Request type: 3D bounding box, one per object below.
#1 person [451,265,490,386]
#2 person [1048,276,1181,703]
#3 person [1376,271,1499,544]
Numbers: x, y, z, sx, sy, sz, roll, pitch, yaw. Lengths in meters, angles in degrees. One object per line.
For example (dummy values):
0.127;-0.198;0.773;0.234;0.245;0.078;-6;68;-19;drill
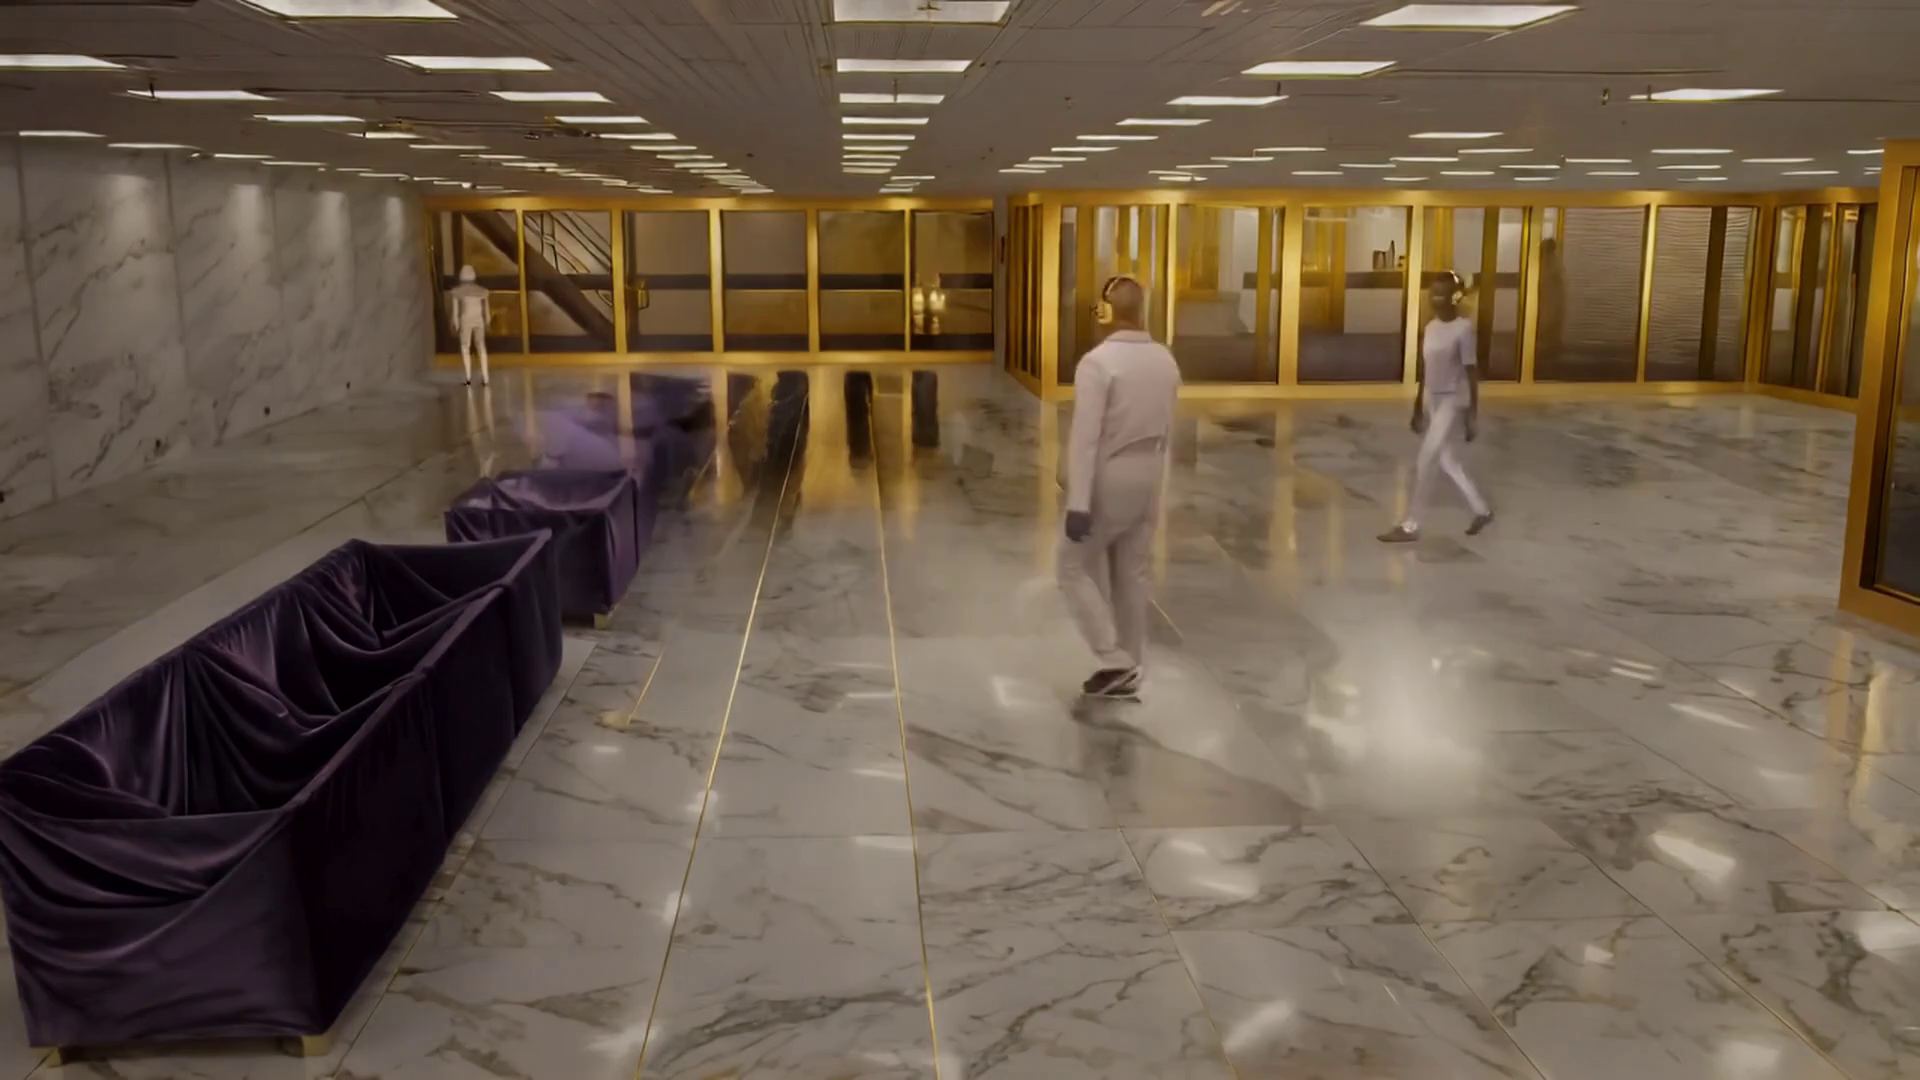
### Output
-6.624;-2.897;22.545;0.498;1.634;0.280;-5;12;-26;person
0.674;-0.202;7.305;0.432;1.893;0.683;10;14;43;person
3.285;-0.893;11.213;0.963;1.830;0.525;-3;11;-17;person
